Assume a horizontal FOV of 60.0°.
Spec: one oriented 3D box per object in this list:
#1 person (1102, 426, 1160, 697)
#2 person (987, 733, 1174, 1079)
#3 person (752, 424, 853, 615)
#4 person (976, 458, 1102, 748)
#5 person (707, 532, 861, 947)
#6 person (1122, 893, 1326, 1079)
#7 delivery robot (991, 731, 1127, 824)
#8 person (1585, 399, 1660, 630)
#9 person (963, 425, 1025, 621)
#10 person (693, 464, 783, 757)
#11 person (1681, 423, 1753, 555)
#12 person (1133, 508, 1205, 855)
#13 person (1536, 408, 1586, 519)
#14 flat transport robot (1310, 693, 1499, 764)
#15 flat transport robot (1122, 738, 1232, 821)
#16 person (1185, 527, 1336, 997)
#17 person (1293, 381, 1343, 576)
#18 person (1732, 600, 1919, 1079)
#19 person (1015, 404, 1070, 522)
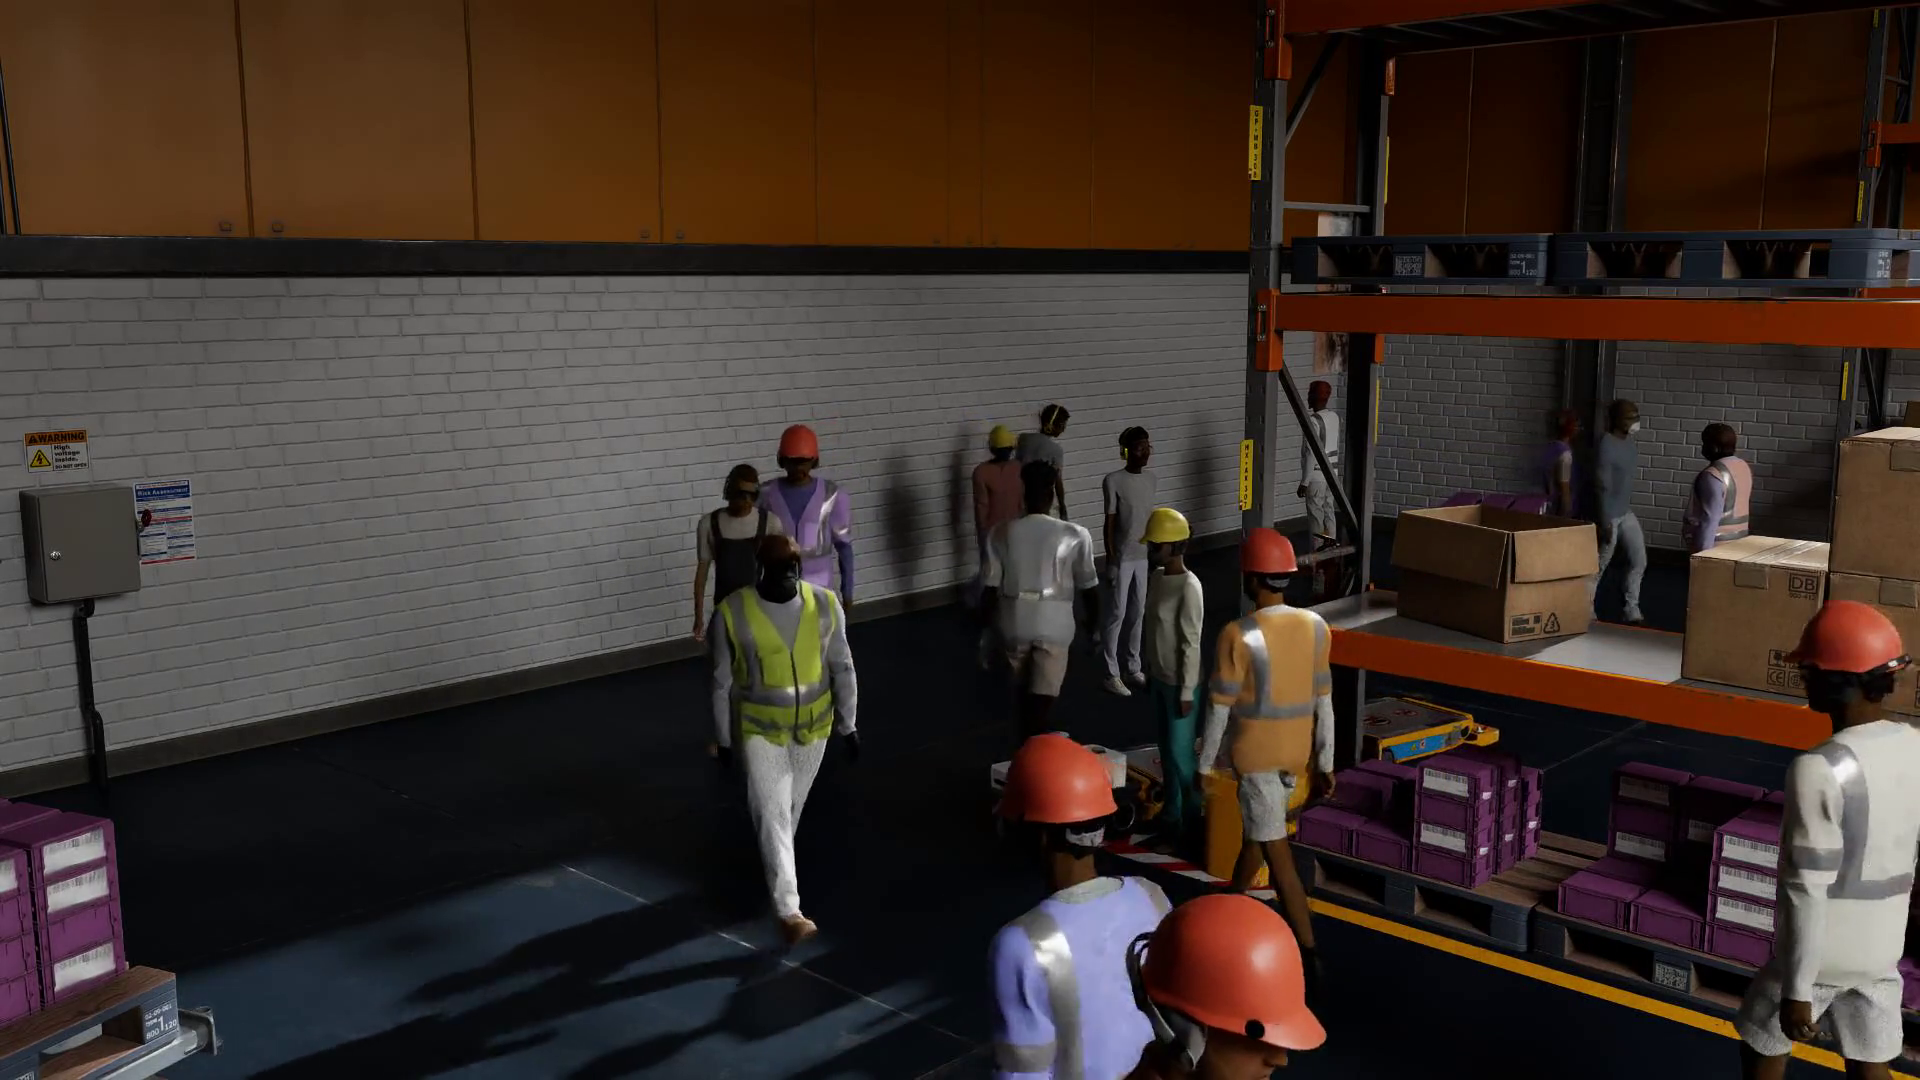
[{"bbox_3d":[1.205,0.140,11.575,0.515,1.873,0.329,-8,12,-40],"label":"person"},{"bbox_3d":[0.273,1.388,3.772,0.552,1.916,0.493,-8,12,-39],"label":"person"},{"bbox_3d":[-0.993,0.275,10.286,0.656,2.019,0.547,0,9,-1],"label":"person"},{"bbox_3d":[0.442,0.507,9.248,0.623,1.897,1.009,3,10,19],"label":"person"},{"bbox_3d":[-0.765,0.857,7.420,0.628,1.784,0.988,-4,10,-25],"label":"person"},{"bbox_3d":[0.284,1.521,2.813,0.612,1.966,0.619,5,11,29],"label":"person"},{"bbox_3d":[0.512,1.235,8.598,0.707,0.478,0.477,-6,11,-34],"label":"delivery robot"},{"bbox_3d":[5.313,-0.162,13.276,0.780,1.914,0.662,9,13,43],"label":"person"},{"bbox_3d":[0.288,-0.114,13.602,0.530,1.714,0.742,-4,10,-24],"label":"person"},{"bbox_3d":[-1.293,0.444,9.923,0.618,1.812,0.680,-1,9,-3],"label":"person"},{"bbox_3d":[5.483,0.068,12.110,0.633,1.839,0.429,-9,13,-43],"label":"person"},{"bbox_3d":[1.058,0.710,8.437,0.342,1.760,0.533,-2,10,-14],"label":"person"},{"bbox_3d":[4.859,-0.177,13.653,0.716,1.820,0.576,3,10,15],"label":"person"},{"bbox_3d":[2.560,1.176,10.116,1.431,0.197,0.652,-6,11,-34],"label":"flat transport robot"},{"bbox_3d":[1.342,1.305,9.321,1.431,0.197,0.652,-4,10,-25],"label":"flat transport robot"},{"bbox_3d":[1.276,0.886,6.984,0.560,1.881,1.037,-5,11,-30],"label":"person"},{"bbox_3d":[3.452,-0.593,16.032,0.354,1.883,0.573,8,12,41],"label":"person"},{"bbox_3d":[2.585,1.175,4.783,0.613,2.016,0.941,-5,10,-27],"label":"person"},{"bbox_3d":[0.656,-0.239,14.062,0.650,1.831,0.349,7,12,38],"label":"person"}]
